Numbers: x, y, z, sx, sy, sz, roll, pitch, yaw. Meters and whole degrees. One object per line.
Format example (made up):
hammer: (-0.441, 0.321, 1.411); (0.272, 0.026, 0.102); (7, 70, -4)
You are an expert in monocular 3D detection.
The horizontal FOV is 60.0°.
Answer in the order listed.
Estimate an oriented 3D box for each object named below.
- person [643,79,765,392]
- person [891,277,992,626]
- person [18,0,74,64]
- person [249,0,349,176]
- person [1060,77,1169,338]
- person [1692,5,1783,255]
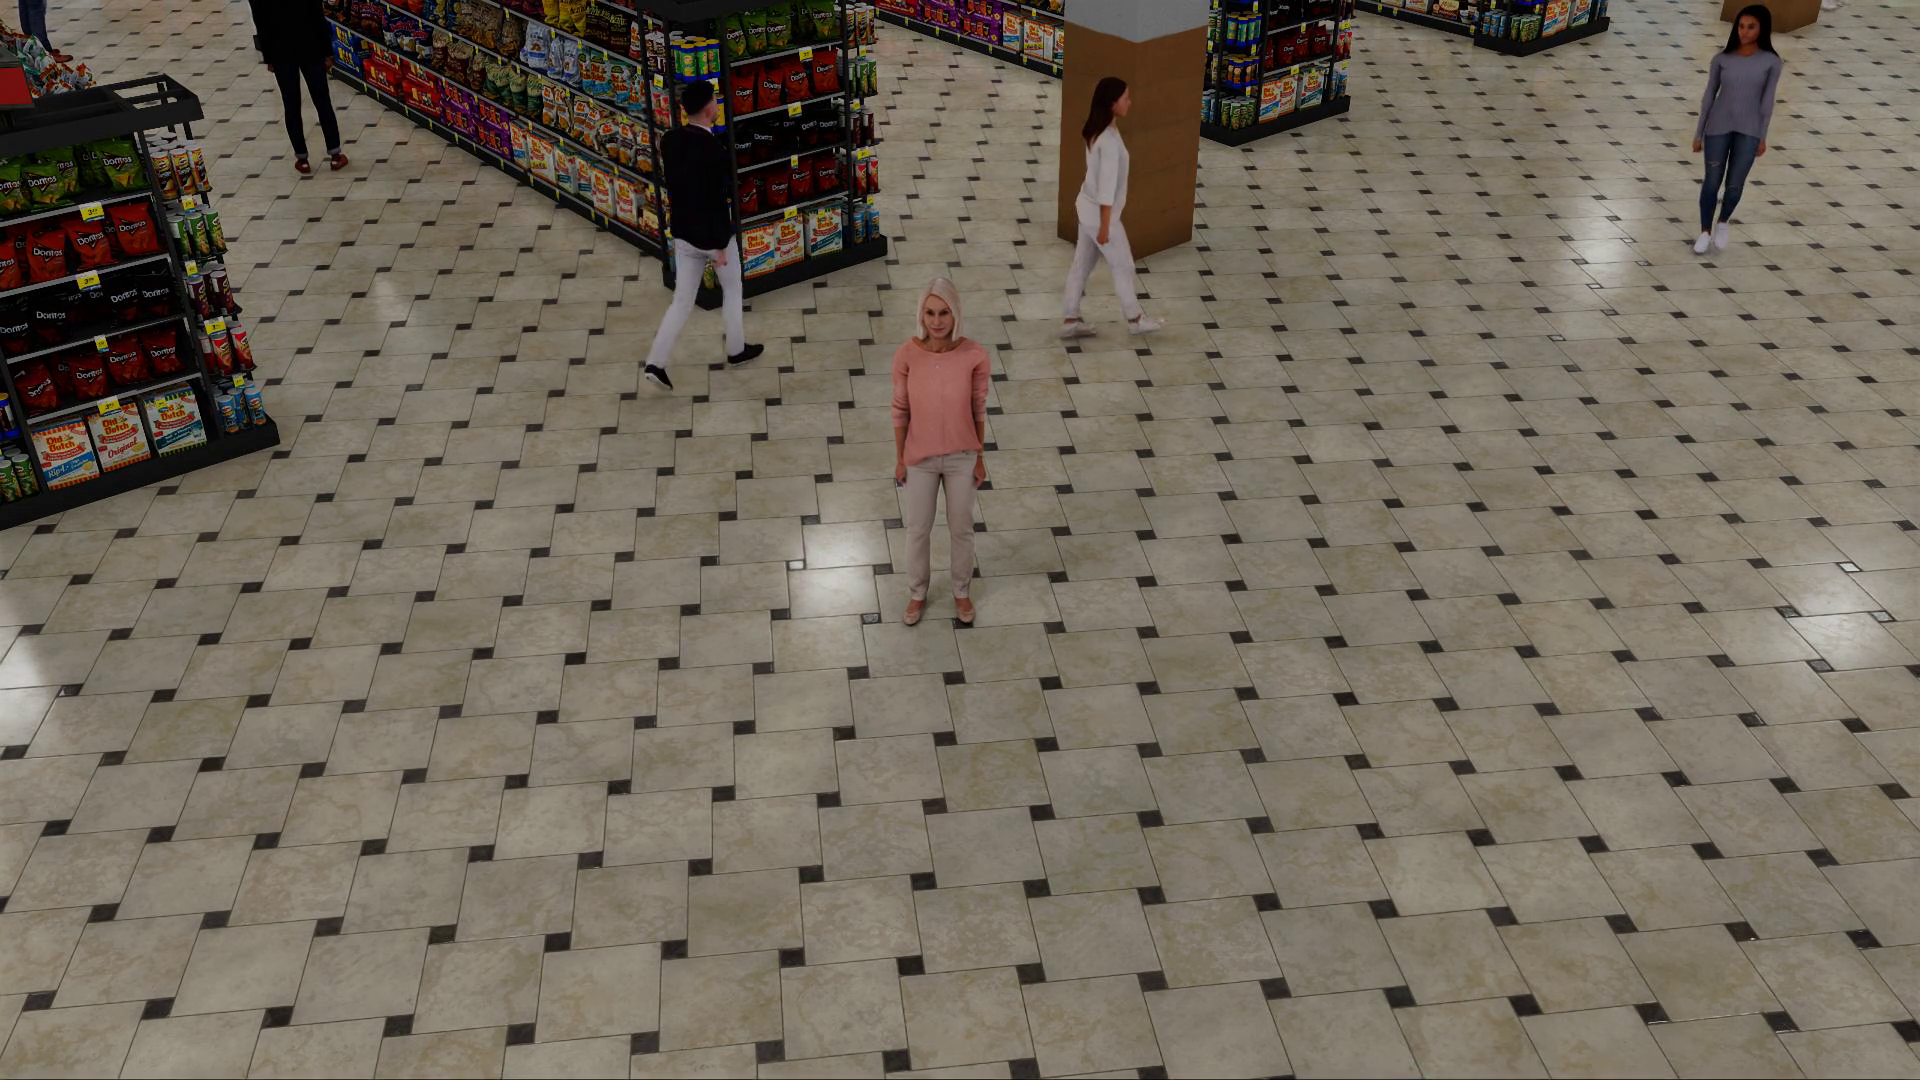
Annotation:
person: (-1.576, -1.714, 9.668); (1.219, 1.801, 0.973); (19, 36, 27)
person: (-0.086, -0.399, 7.627); (0.681, 1.726, 0.718); (-1, 32, -1)
person: (-8.827, -5.442, 15.633); (0.753, 1.830, 0.491); (-27, 41, -36)
person: (-5.166, -3.770, 12.957); (0.773, 1.818, 0.742); (-10, 33, -15)
person: (0.795, -2.009, 10.272); (0.910, 1.664, 0.953); (-8, 33, -13)
person: (5.381, -2.850, 11.567); (0.656, 1.724, 0.774); (17, 36, 26)
